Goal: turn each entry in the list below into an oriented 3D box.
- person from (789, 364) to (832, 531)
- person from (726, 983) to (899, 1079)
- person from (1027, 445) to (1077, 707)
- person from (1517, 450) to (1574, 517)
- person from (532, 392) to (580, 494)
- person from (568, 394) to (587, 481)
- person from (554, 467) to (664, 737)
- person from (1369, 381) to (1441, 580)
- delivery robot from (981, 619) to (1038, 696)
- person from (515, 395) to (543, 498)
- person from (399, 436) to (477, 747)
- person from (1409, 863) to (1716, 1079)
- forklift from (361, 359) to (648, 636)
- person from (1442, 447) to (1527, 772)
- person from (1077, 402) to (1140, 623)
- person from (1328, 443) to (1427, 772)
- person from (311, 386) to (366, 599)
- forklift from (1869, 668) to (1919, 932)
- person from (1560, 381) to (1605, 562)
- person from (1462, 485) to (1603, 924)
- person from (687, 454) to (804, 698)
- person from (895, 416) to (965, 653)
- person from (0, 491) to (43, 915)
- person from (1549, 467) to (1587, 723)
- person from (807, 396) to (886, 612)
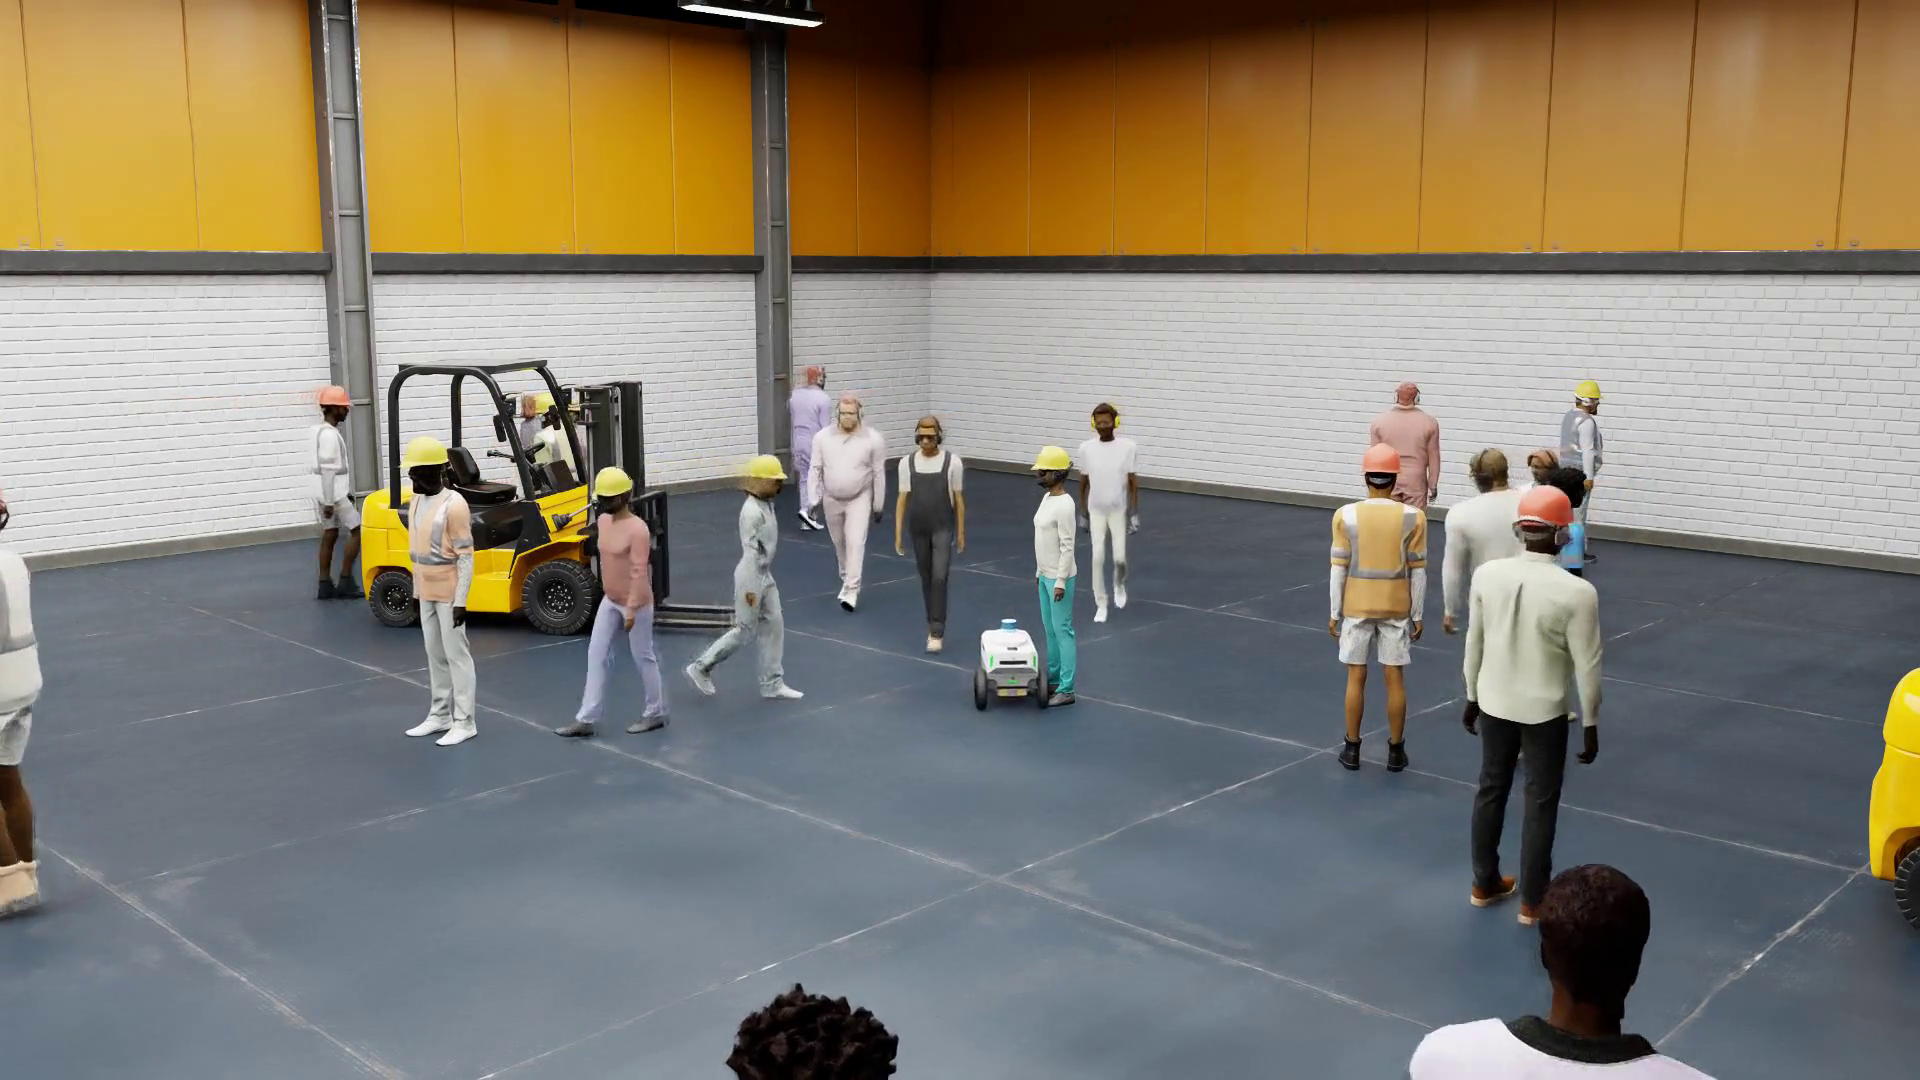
[{"bbox_3d":[-1.657,-1.019,18.631,0.659,1.894,0.459,8,12,42],"label":"person"},{"bbox_3d":[-0.223,1.583,2.437,0.614,1.962,0.366,-7,12,-36],"label":"person"},{"bbox_3d":[0.629,0.240,11.277,0.304,1.772,0.525,-2,10,-15],"label":"person"},{"bbox_3d":[4.381,0.119,12.556,0.847,1.592,0.514,-8,12,-41],"label":"person"},{"bbox_3d":[-3.709,-0.432,15.209,0.404,1.829,0.591,4,10,21],"label":"person"},{"bbox_3d":[-3.737,-0.573,16.378,0.817,1.730,0.535,2,9,12],"label":"person"},{"bbox_3d":[-2.170,0.408,10.347,0.539,1.721,0.828,9,13,42],"label":"person"},{"bbox_3d":[4.185,-0.547,15.678,0.651,1.906,0.403,3,10,18],"label":"person"},{"bbox_3d":[0.334,0.785,11.357,0.477,0.478,0.707,-1,9,-3],"label":"delivery robot"},{"bbox_3d":[-4.662,-0.774,18.024,0.850,1.580,0.518,-7,11,-35],"label":"person"},{"bbox_3d":[-3.242,0.315,10.327,0.589,1.927,0.388,8,12,42],"label":"person"},{"bbox_3d":[1.062,1.535,2.993,0.602,1.888,0.837,5,10,26],"label":"person"},{"bbox_3d":[-3.850,-0.407,13.936,2.313,2.155,1.214,2,9,11],"label":"forklift"},{"bbox_3d":[3.182,0.406,9.840,0.666,1.905,0.534,-1,9,-7],"label":"person"},{"bbox_3d":[1.252,-0.246,13.992,0.538,1.851,0.491,2,9,11],"label":"person"},{"bbox_3d":[2.451,0.397,9.801,0.552,1.932,0.377,2,9,11],"label":"person"},{"bbox_3d":[-5.525,-0.419,14.854,0.582,1.913,0.546,-6,11,-30],"label":"person"},{"bbox_3d":[5.205,0.723,7.013,2.313,2.155,1.214,9,13,43],"label":"forklift"},{"bbox_3d":[6.284,-0.697,16.831,0.403,1.828,0.598,0,9,-1],"label":"person"},{"bbox_3d":[2.580,0.745,7.501,0.409,1.990,0.666,-8,12,-39],"label":"person"},{"bbox_3d":[-1.483,0.259,11.337,0.727,1.710,0.496,1,9,8],"label":"person"},{"bbox_3d":[-0.251,-0.038,12.819,0.530,1.813,0.782,2,9,12],"label":"person"},{"bbox_3d":[-4.454,0.723,7.630,0.432,2.017,0.661,-1,9,-9],"label":"person"},{"bbox_3d":[3.874,0.363,10.750,0.362,1.684,0.555,-1,9,-4],"label":"person"},{"bbox_3d":[-0.996,-0.326,14.523,0.647,1.848,1.028,2,9,11],"label":"person"}]
